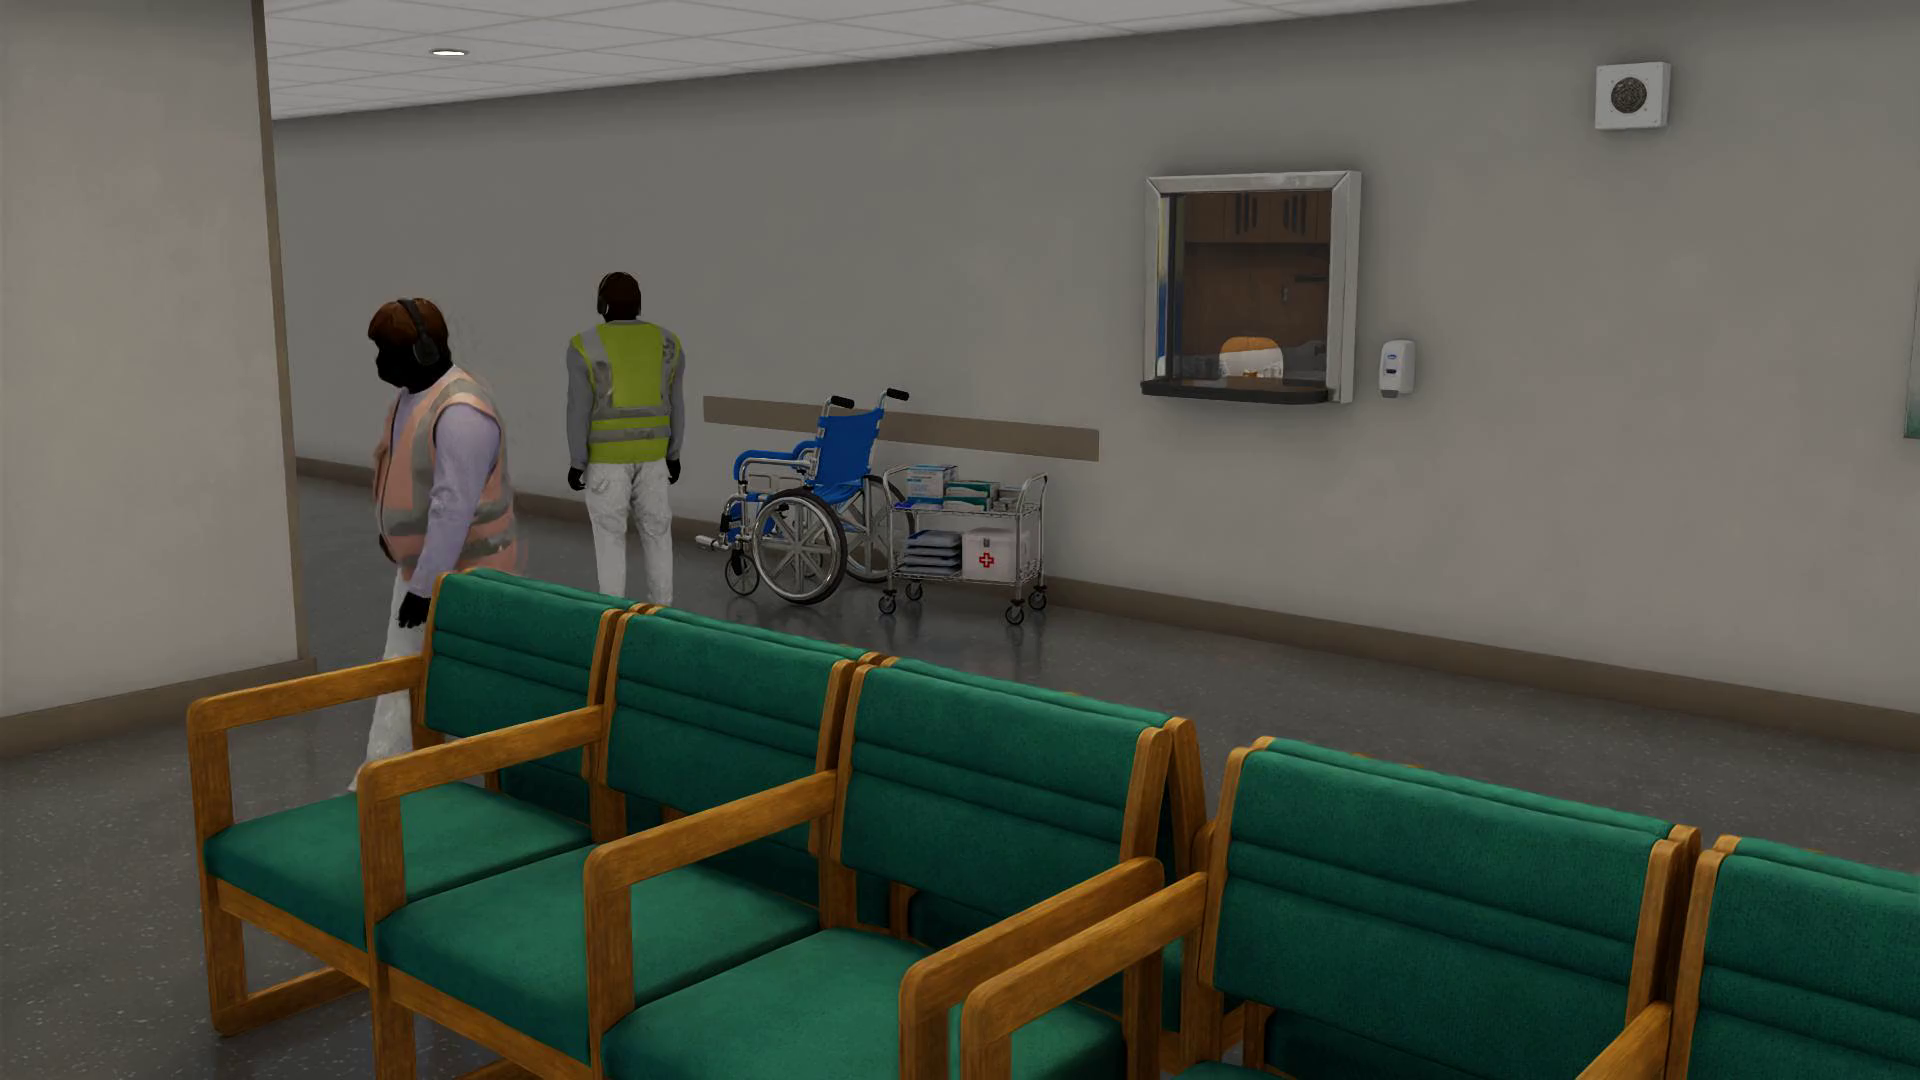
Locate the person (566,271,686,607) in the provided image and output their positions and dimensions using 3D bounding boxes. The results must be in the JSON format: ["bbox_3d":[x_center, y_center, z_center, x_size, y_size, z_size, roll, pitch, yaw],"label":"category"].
[{"bbox_3d":[-1.687,-0.419,8.368,0.633,1.842,0.429,-7,12,-35],"label":"person"}]

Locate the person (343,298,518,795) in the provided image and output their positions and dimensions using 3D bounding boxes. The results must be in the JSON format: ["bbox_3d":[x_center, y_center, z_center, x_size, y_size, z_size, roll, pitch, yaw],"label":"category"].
[{"bbox_3d":[-1.766,0.112,5.496,0.808,1.799,0.656,-8,13,-38],"label":"person"}]
